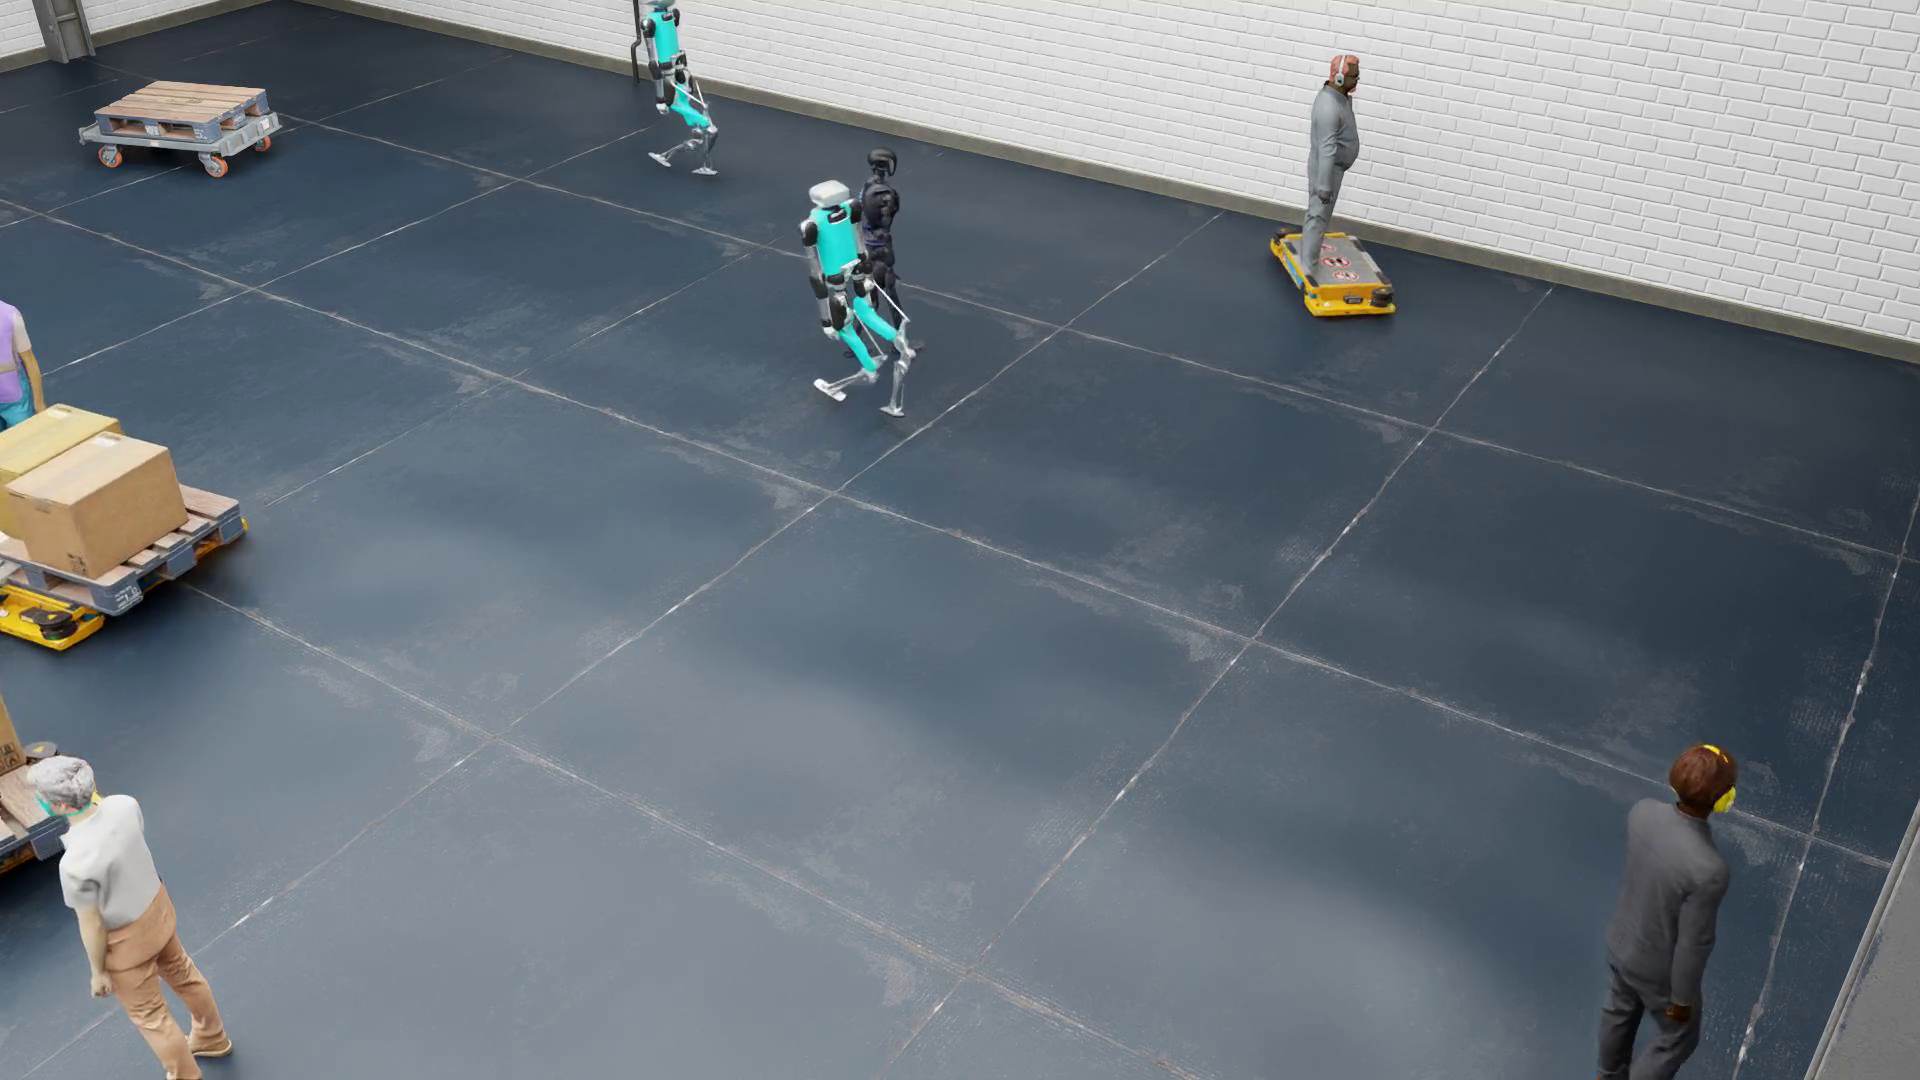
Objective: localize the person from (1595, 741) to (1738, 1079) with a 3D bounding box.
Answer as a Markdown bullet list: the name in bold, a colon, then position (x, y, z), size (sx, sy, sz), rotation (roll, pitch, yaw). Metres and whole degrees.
- **person**: position (2.693, 1.563, 6.349), size (0.459, 1.859, 0.540), rotation (-9, 34, -14)

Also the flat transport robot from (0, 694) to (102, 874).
- **flat transport robot**: position (-4.910, 1.492, 7.934), size (0.659, 0.231, 1.431), rotation (26, 41, 34)

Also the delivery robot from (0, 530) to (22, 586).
- **delivery robot**: position (-5.658, 0.131, 9.805), size (0.499, 0.614, 0.808), rotation (11, 34, 17)

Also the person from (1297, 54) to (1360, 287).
- **person**: position (2.966, -2.939, 13.317), size (0.405, 1.906, 0.650), rotation (7, 33, 11)

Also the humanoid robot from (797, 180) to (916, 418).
- **humanoid robot**: position (-0.640, -1.539, 11.301), size (1.027, 1.723, 0.567), rotation (25, 40, 33)

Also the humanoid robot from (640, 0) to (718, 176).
- **humanoid robot**: position (-2.526, -4.141, 15.341), size (1.012, 1.728, 0.540), rotation (13, 35, 19)

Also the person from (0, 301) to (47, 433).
- **person**: position (-5.856, -0.853, 10.131), size (0.568, 1.841, 0.384), rotation (-3, 33, -4)

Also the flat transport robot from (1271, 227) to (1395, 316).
- **flat transport robot**: position (3.060, -2.225, 13.719), size (0.659, 0.231, 1.431), rotation (-3, 33, -4)

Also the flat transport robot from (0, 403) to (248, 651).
- **flat transport robot**: position (-5.084, 0.148, 10.026), size (0.659, 0.231, 1.431), rotation (14, 35, 20)

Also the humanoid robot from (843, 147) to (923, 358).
- **humanoid robot**: position (-0.595, -2.109, 12.248), size (0.618, 1.638, 0.597), rotation (-10, 34, -14)

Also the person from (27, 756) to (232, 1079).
- **person**: position (-3.252, 1.530, 6.521), size (0.323, 1.736, 0.469), rotation (1, 33, 1)
